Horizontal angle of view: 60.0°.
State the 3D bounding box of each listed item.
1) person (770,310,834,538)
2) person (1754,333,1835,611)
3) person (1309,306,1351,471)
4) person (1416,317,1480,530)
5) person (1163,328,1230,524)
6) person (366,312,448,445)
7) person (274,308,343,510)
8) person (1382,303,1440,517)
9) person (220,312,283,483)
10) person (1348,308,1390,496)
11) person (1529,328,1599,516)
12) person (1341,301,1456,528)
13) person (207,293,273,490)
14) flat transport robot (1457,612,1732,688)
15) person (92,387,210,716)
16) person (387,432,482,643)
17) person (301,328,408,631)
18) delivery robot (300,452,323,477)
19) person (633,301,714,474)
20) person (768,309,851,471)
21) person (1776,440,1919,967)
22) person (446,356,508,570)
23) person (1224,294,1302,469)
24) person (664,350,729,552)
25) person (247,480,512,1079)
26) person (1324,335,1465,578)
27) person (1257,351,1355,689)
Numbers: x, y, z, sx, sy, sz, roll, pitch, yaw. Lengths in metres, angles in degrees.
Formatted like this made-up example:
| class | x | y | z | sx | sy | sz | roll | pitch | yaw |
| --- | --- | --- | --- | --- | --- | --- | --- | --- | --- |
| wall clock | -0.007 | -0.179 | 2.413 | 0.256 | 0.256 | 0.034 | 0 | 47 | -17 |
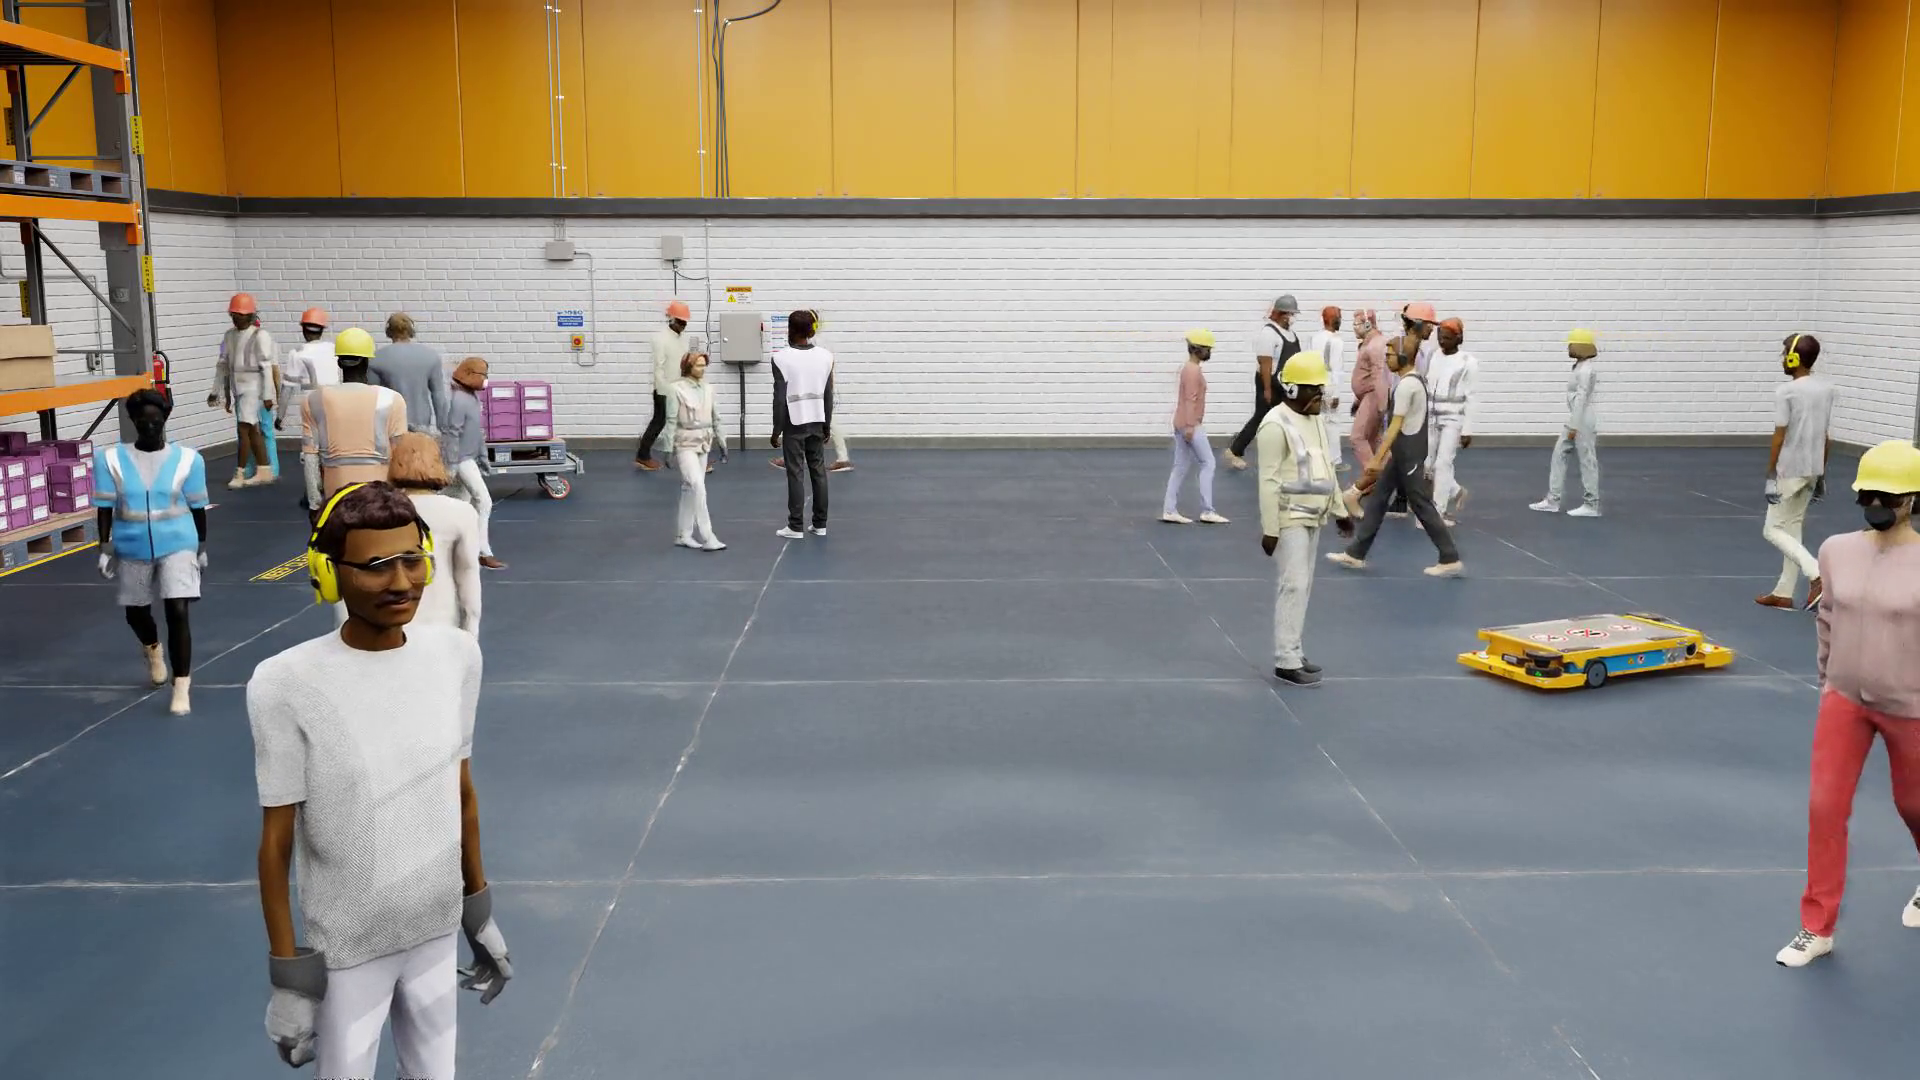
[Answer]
| class | x | y | z | sx | sy | sz | roll | pitch | yaw |
| --- | --- | --- | --- | --- | --- | --- | --- | --- | --- |
| person | -1.327 | -0.972 | 14.043 | 0.590 | 1.919 | 0.391 | -7 | 12 | -38 |
| person | 5.521 | -0.421 | 10.871 | 0.527 | 1.852 | 0.621 | -4 | 10 | -22 |
| person | 4.039 | -1.675 | 18.525 | 0.721 | 1.868 | 0.584 | -4 | 10 | -25 |
| person | 4.267 | -1.011 | 14.465 | 0.552 | 1.858 | 0.649 | -5 | 11 | -30 |
| person | 2.133 | -0.997 | 14.736 | 0.722 | 1.729 | 0.541 | 0 | 9 | 1 |
| person | -4.788 | -1.000 | 14.292 | 0.656 | 1.887 | 1.022 | -6 | 11 | -32 |
| person | -5.954 | -1.189 | 15.428 | 0.794 | 1.891 | 0.613 | 6 | 11 | 33 |
| person | 4.146 | -1.194 | 15.259 | 0.613 | 1.965 | 0.361 | -4 | 10 | -24 |
| person | -7.464 | -1.507 | 17.557 | 0.570 | 1.840 | 0.373 | -3 | 10 | -18 |
| person | 4.091 | -1.356 | 16.546 | 0.496 | 1.880 | 0.653 | 2 | 10 | 15 |
| person | 5.565 | -1.076 | 15.258 | 0.711 | 1.717 | 0.507 | 2 | 9 | 13 |
| person | 3.869 | -1.102 | 14.647 | 0.986 | 1.997 | 0.608 | 4 | 10 | 25 |
| person | -7.438 | -1.536 | 17.202 | 0.721 | 2.011 | 0.611 | 6 | 11 | 33 |
| flat transport robot | 3.589 | 0.609 | 9.390 | 1.431 | 0.197 | 0.652 | -4 | 10 | -25 |
| person | -4.163 | 0.032 | 8.626 | 0.536 | 1.674 | 0.708 | -3 | 10 | -19 |
| person | -2.275 | 0.340 | 7.013 | 0.502 | 1.592 | 0.839 | -4 | 10 | -23 |
| person | -3.493 | -0.267 | 9.692 | 0.595 | 1.925 | 0.374 | -2 | 9 | -11 |
| delivery robot | -6.301 | -0.800 | 16.873 | 0.707 | 0.478 | 0.477 | -6 | 11 | -35 |
| person | -3.228 | -1.696 | 18.515 | 1.026 | 1.924 | 0.670 | 6 | 11 | 33 |
| person | -1.658 | -1.646 | 18.474 | 0.969 | 1.813 | 0.523 | -2 | 9 | -10 |
| person | 3.094 | 0.519 | 5.508 | 0.868 | 1.731 | 0.525 | -6 | 11 | -34 |
| person | -3.632 | -0.572 | 12.516 | 0.636 | 1.605 | 0.518 | -1 | 9 | -3 |
| person | 3.472 | -1.780 | 18.626 | 0.974 | 2.000 | 0.697 | 7 | 12 | 38 |
| person | -2.043 | -0.702 | 13.297 | 0.750 | 1.606 | 0.547 | 6 | 11 | 33 |
| person | -1.129 | 0.803 | 3.310 | 0.325 | 1.871 | 0.516 | 7 | 12 | 38 |
| person | 3.274 | -0.614 | 12.274 | 1.018 | 1.788 | 0.521 | 2 | 10 | 15 |
| person | 1.864 | -0.125 | 9.127 | 0.442 | 1.822 | 0.610 | 6 | 11 | 35 |
